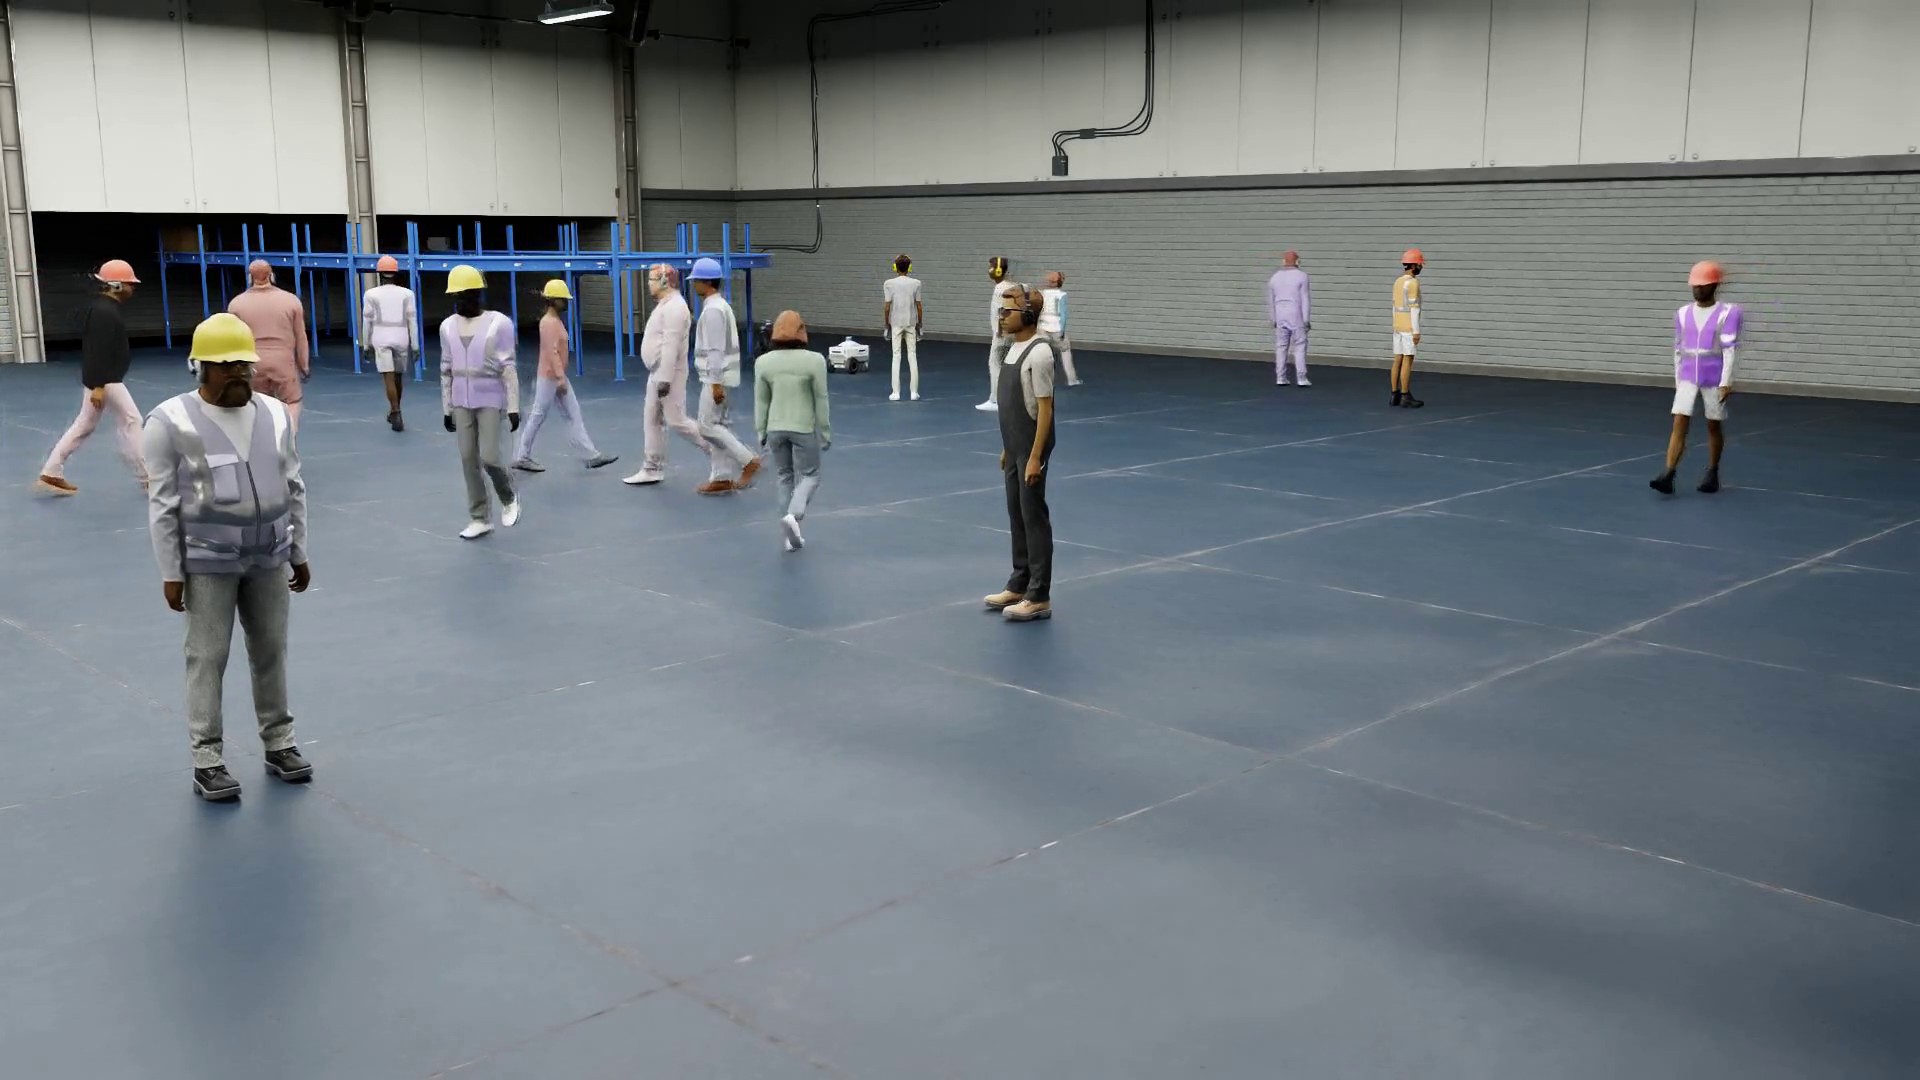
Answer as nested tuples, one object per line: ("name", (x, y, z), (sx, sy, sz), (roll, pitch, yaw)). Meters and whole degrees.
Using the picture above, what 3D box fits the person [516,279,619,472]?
("person", (-3.578, -1.459, 14.858), (0.923, 1.711, 0.548), (0, 10, -1))

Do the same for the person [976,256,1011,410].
("person", (0.529, -2.505, 20.183), (0.609, 1.858, 0.530), (2, 11, 10))

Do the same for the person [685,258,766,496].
("person", (-1.938, -1.310, 13.482), (0.544, 1.936, 0.612), (0, 10, -2))

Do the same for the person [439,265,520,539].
("person", (-3.374, -0.969, 11.672), (0.606, 1.904, 0.450), (3, 11, 16))

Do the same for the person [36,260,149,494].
("person", (-7.050, -1.323, 13.598), (1.095, 1.929, 0.630), (-6, 12, -30))

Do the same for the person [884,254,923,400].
("person", (-0.730, -2.743, 21.453), (0.513, 1.872, 0.328), (-1, 10, -8))

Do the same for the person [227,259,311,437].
("person", (-6.227, -1.575, 15.005), (0.671, 1.892, 0.548), (-3, 11, -16))

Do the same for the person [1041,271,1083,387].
("person", (1.379, -2.897, 23.014), (0.774, 1.609, 0.518), (-9, 14, -42))

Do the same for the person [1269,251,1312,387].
("person", (4.652, -3.105, 23.359), (0.420, 1.896, 0.681), (-10, 14, -43))

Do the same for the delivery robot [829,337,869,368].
("delivery robot", (-1.719, -2.906, 25.788), (0.477, 0.478, 0.707), (6, 12, 29))

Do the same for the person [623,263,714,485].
("person", (-2.431, -1.407, 14.120), (0.829, 1.883, 0.643), (-4, 11, -22))

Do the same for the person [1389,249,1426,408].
("person", (5.567, -2.629, 20.640), (0.364, 1.939, 0.542), (-2, 11, -11))

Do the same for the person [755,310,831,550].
("person", (-1.126, -0.716, 11.059), (0.512, 1.619, 0.525), (2, 11, 13))

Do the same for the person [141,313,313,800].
("person", (-2.753, 0.056, 6.325), (0.403, 1.824, 0.596), (8, 13, 39))

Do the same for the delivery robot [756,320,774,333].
("delivery robot", (-3.545, -3.966, 30.858), (0.335, 0.223, 0.698), (-6, 12, -28))

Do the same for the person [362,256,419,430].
("person", (-6.287, -2.181, 18.356), (0.558, 1.890, 0.977), (-6, 12, -29))

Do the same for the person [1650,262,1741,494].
("person", (6.019, -1.306, 13.547), (0.979, 1.882, 0.565), (-10, 14, -43))

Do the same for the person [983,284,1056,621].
("person", (0.350, -0.491, 9.240), (0.345, 1.846, 0.506), (-4, 11, -19))
